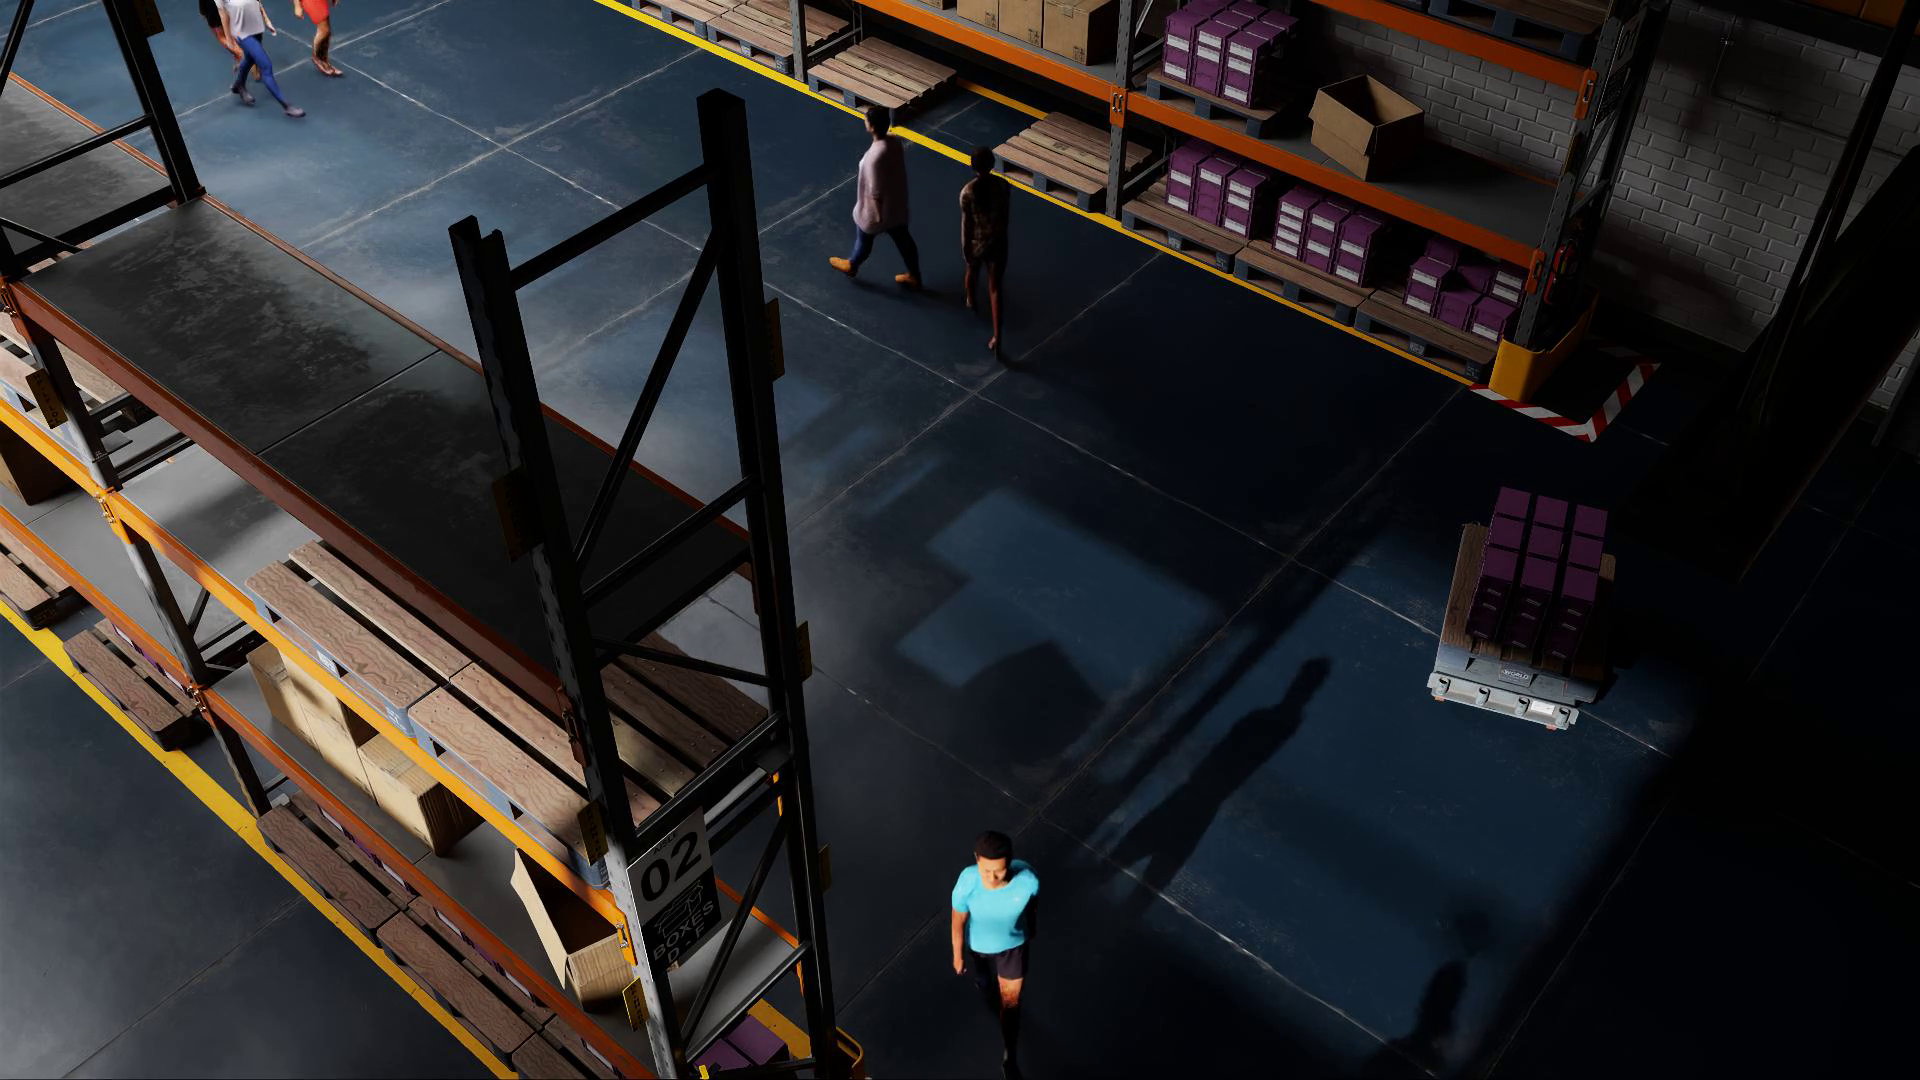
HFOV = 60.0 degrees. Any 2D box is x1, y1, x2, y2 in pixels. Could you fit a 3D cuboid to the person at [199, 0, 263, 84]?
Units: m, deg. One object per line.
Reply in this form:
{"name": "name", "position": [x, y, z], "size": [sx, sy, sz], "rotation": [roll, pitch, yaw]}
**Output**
{"name": "person", "position": [-7.357, -5.311, 16.664], "size": [0.924, 1.622, 0.714], "rotation": [17, 46, 17]}

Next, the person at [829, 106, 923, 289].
{"name": "person", "position": [-0.561, -2.836, 14.011], "size": [1.154, 1.699, 0.884], "rotation": [17, 46, 17]}

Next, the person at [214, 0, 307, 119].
{"name": "person", "position": [-7.018, -4.933, 16.252], "size": [1.223, 1.642, 0.893], "rotation": [13, 45, 14]}

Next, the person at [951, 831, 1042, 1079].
{"name": "person", "position": [0.157, 2.047, 8.874], "size": [1.152, 1.713, 1.219], "rotation": [-4, 44, -4]}

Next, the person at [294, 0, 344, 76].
{"name": "person", "position": [-6.611, -5.512, 16.815], "size": [0.696, 1.704, 0.708], "rotation": [16, 46, 16]}

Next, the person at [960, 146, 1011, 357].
{"name": "person", "position": [0.246, -2.298, 13.411], "size": [1.013, 1.745, 1.125], "rotation": [-8, 44, -8]}
